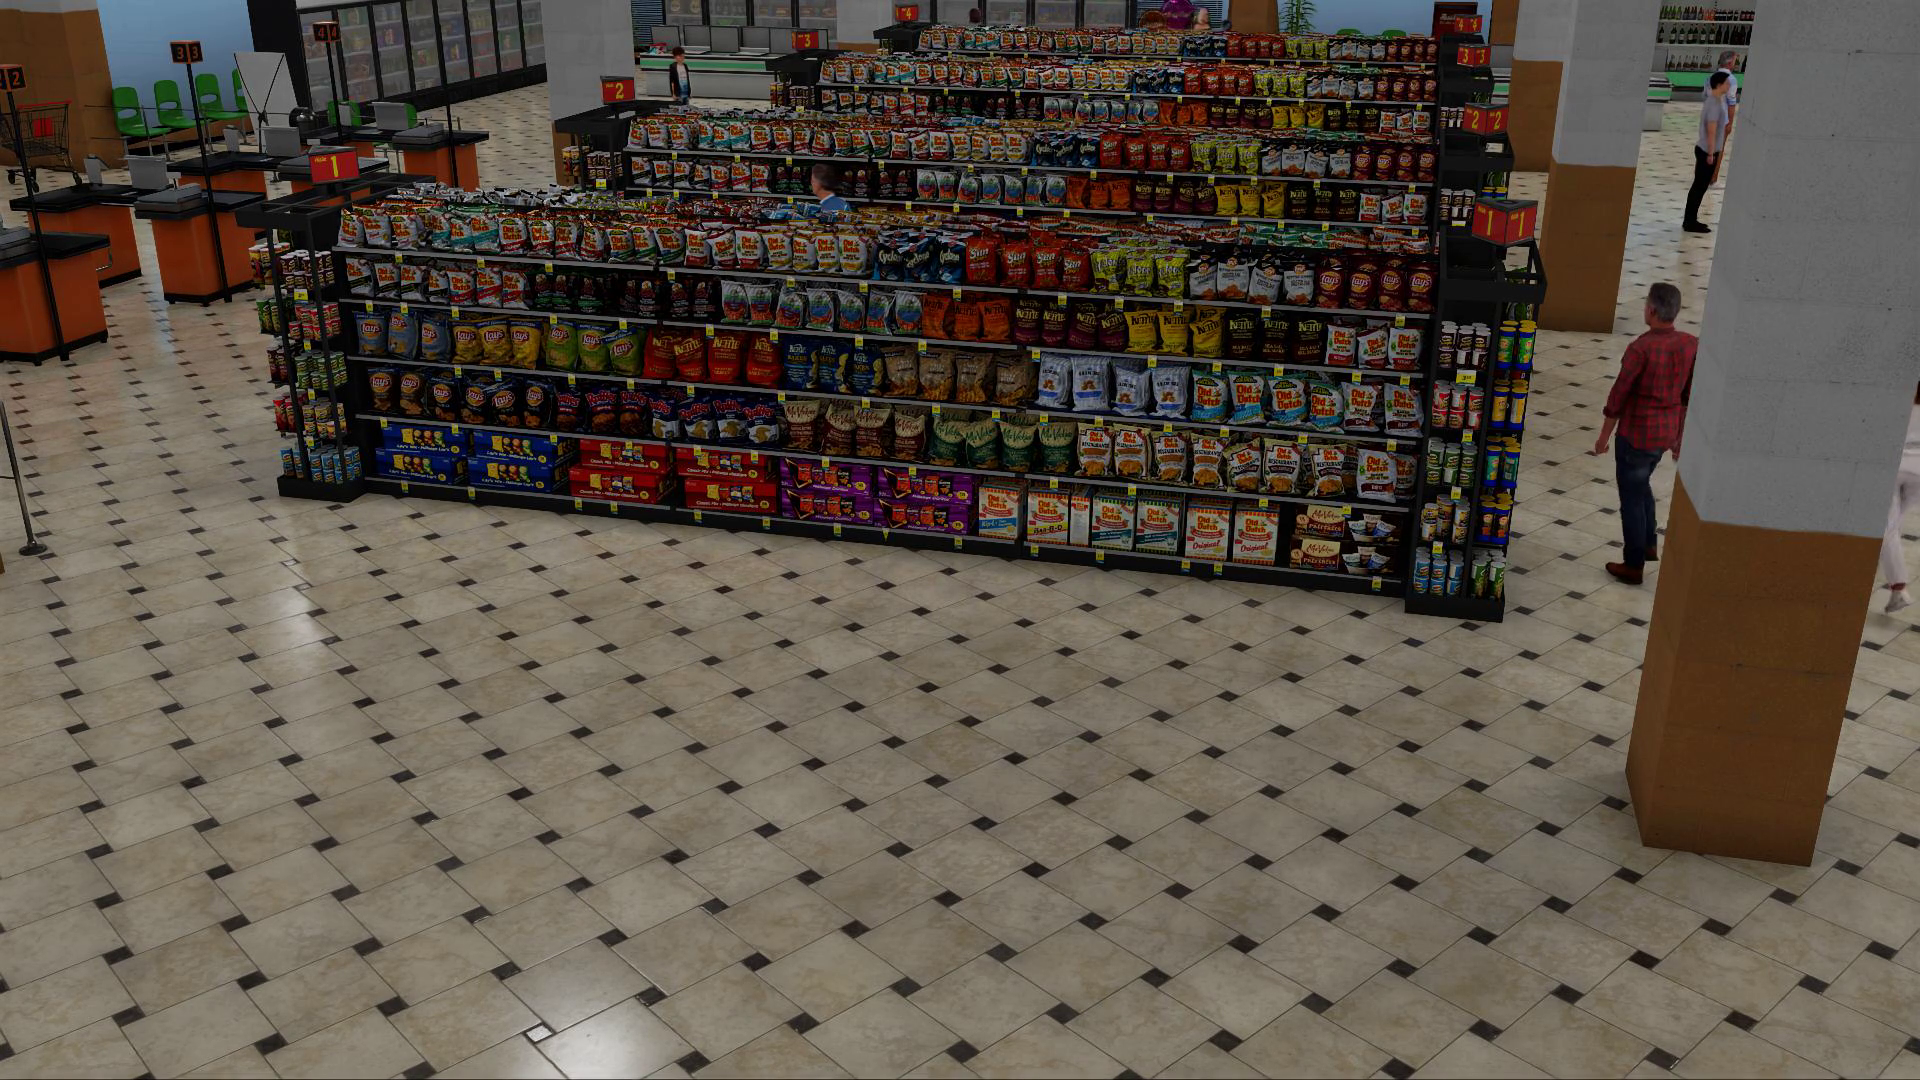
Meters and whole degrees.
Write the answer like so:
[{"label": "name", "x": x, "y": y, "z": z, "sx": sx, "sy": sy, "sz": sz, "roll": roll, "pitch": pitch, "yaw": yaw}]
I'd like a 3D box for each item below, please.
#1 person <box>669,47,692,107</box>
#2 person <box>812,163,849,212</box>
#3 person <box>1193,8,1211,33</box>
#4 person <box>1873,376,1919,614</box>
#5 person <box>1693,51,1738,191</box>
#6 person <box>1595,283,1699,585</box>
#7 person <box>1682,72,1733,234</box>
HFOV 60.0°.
[{"label": "person", "x": -4.522, "y": -7.244, "z": 26.956, "sx": 0.632, "sy": 1.447, "sz": 0.612, "roll": 17, "pitch": 28, "yaw": 36}, {"label": "person", "x": -1.087, "y": -2.289, "z": 14.134, "sx": 0.573, "sy": 1.812, "sz": 0.673, "roll": 4, "pitch": 22, "yaw": 9}, {"label": "person", "x": 4.450, "y": -9.107, "z": 31.279, "sx": 1.166, "sy": 1.680, "sz": 0.923, "roll": 17, "pitch": 27, "yaw": 36}, {"label": "person", "x": 5.458, "y": -0.378, "z": 9.582, "sx": 1.049, "sy": 1.659, "sz": 0.824, "roll": 1, "pitch": 22, "yaw": 2}, {"label": "person", "x": 10.325, "y": -5.732, "z": 22.682, "sx": 0.799, "sy": 1.828, "sz": 0.765, "roll": -9, "pitch": 24, "yaw": -22}, {"label": "person", "x": 4.161, "y": -0.600, "z": 9.925, "sx": 0.807, "sy": 1.817, "sz": 0.884, "roll": -9, "pitch": 24, "yaw": -22}, {"label": "person", "x": 8.964, "y": -4.661, "z": 19.970, "sx": 0.525, "sy": 1.863, "sz": 0.675, "roll": 7, "pitch": 23, "yaw": 16}]
